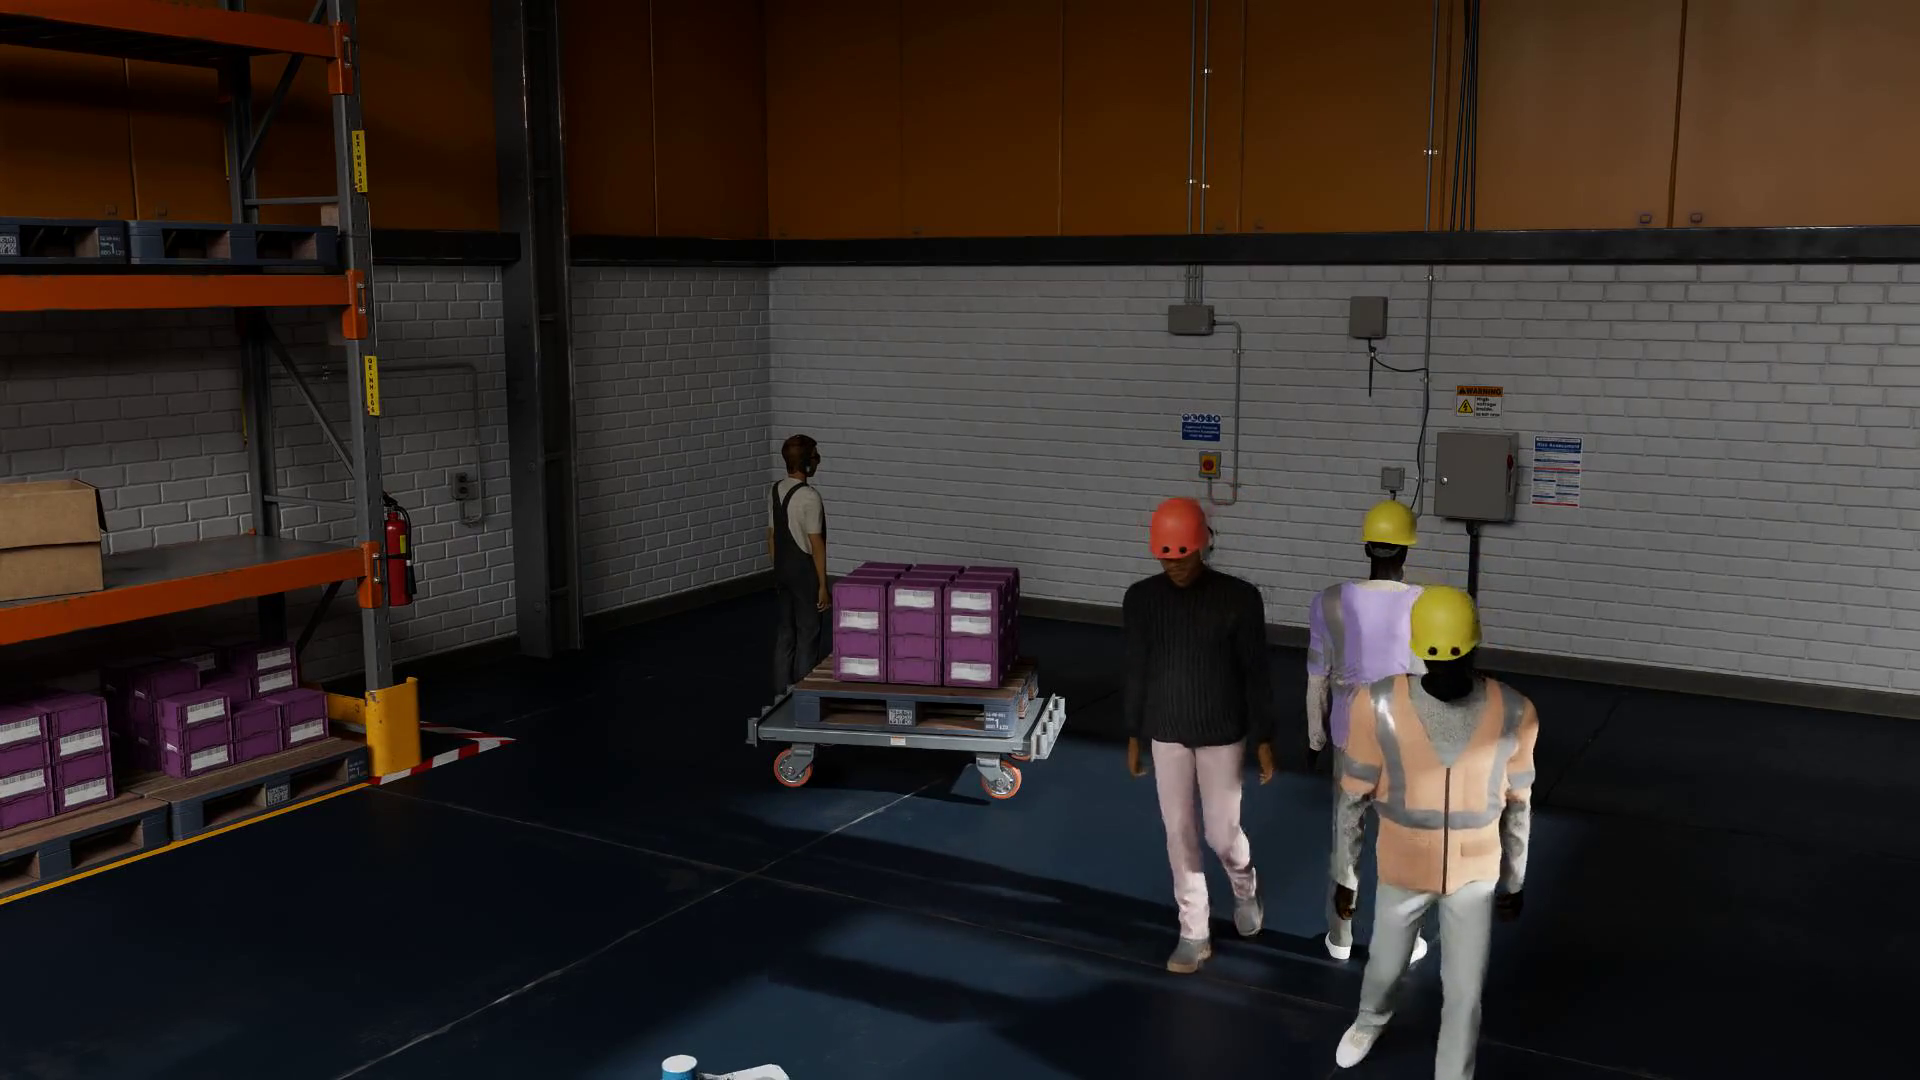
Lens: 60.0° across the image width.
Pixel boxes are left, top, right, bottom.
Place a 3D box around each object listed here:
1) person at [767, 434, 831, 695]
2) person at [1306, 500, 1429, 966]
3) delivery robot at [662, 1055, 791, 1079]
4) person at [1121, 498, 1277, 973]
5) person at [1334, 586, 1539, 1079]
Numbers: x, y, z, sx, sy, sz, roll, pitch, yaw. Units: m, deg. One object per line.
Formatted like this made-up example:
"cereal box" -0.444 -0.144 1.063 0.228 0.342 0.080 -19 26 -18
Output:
"person" -0.991 0.260 10.406 0.346 1.846 0.507 -9 13 -43
"person" 1.716 0.795 6.808 0.594 1.925 0.368 3 10 18
"delivery robot" -0.812 1.748 4.844 0.707 0.478 0.477 -5 10 -27
"person" 0.974 0.785 6.778 0.657 1.955 0.626 5 10 28
"person" 1.548 1.032 5.504 0.618 1.888 0.806 1 9 7
